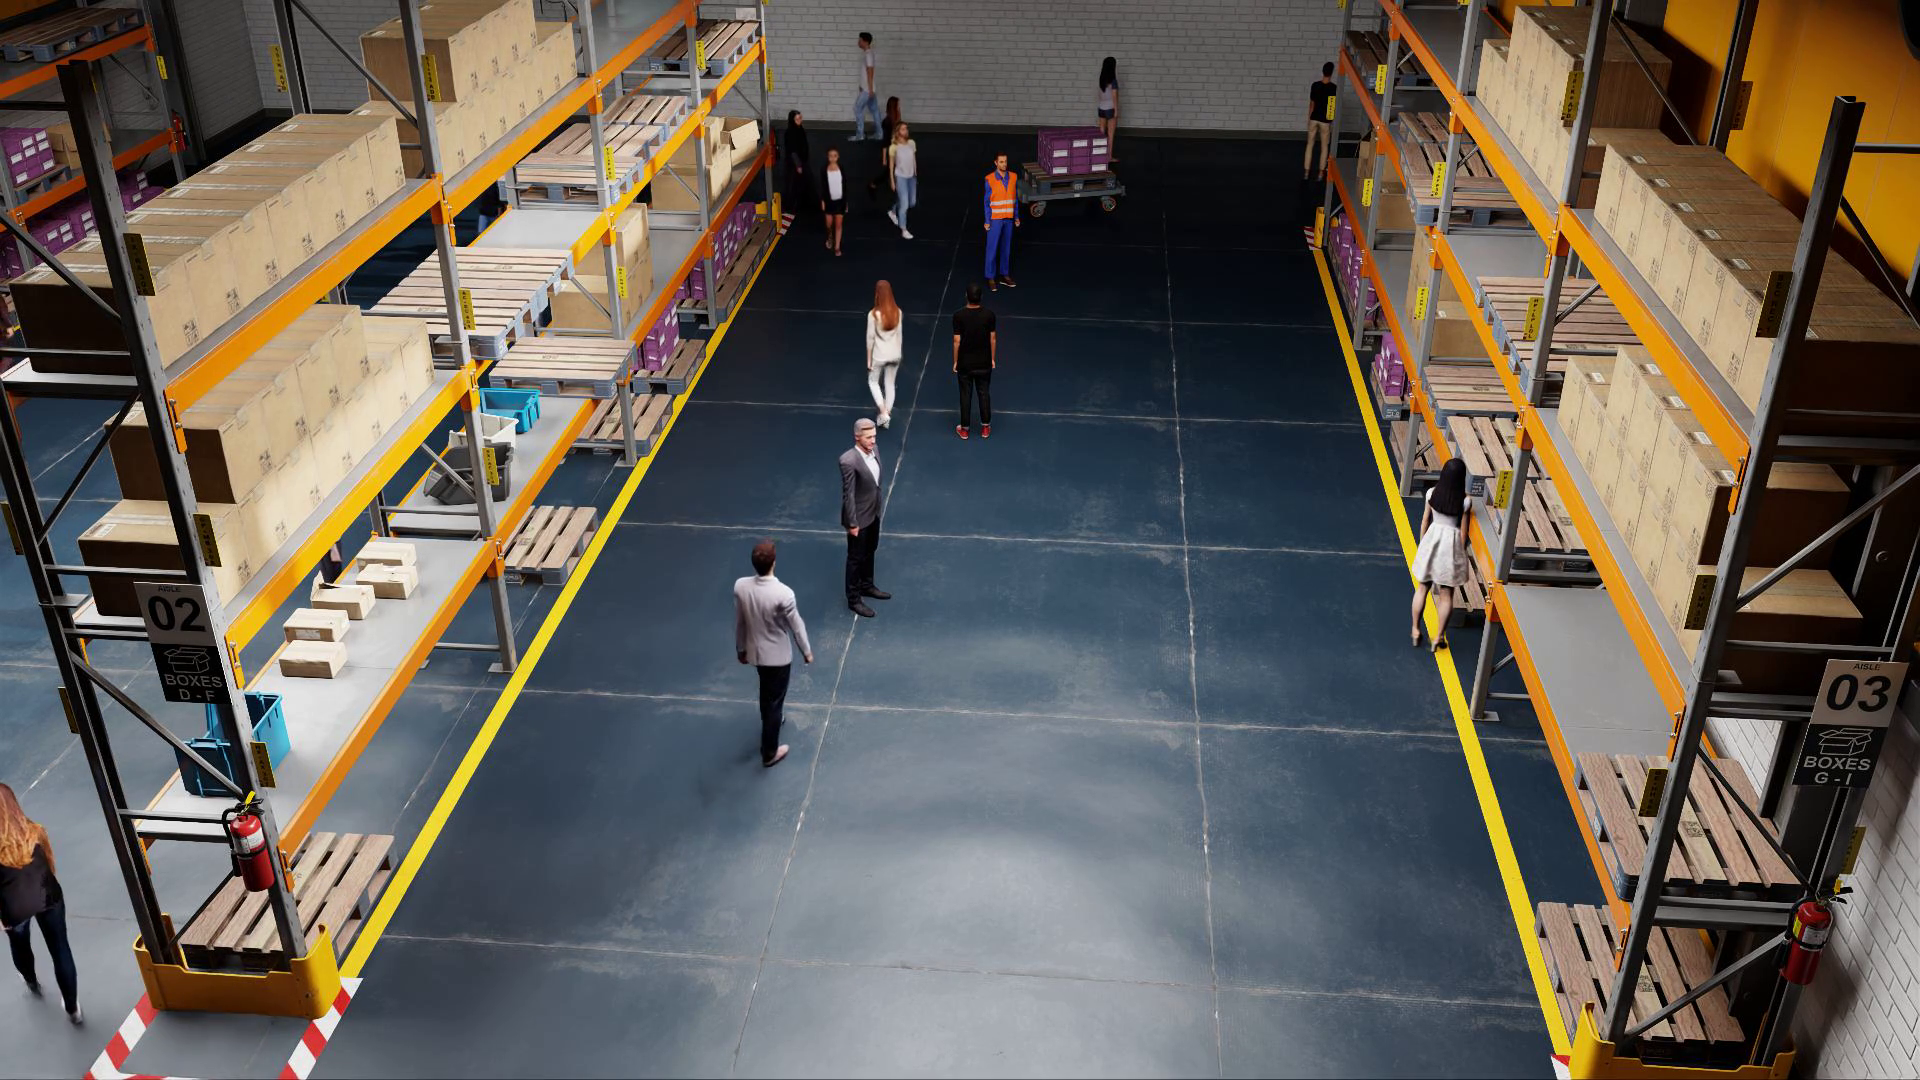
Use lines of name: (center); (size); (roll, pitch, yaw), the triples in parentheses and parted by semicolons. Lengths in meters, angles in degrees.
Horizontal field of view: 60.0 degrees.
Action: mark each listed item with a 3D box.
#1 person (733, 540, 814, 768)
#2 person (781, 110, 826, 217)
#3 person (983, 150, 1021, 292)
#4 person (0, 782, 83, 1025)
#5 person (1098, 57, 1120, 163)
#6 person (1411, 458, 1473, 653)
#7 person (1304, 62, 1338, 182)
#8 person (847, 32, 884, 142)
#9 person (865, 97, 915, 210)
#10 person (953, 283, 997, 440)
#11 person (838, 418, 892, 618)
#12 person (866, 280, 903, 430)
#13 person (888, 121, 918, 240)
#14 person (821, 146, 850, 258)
person: (-1.500, 0.907, 12.656); (0.881, 1.828, 0.974); (16, 32, 26)
person: (-2.500, -5.649, 24.910); (1.110, 1.604, 1.118); (22, 36, 35)
person: (0.541, -4.263, 22.098); (0.792, 1.864, 0.812); (-15, 32, -26)
person: (-5.710, 2.294, 10.257); (0.925, 1.692, 1.009); (-20, 34, -32)
person: (2.447, -7.140, 27.537); (0.738, 1.706, 0.654); (-17, 33, -28)
person: (4.103, 0.122, 14.157); (0.773, 1.769, 0.794); (18, 33, 29)
person: (5.759, -6.681, 26.540); (0.690, 1.854, 0.667); (13, 31, 23)
person: (-1.483, -7.753, 28.527); (0.748, 1.834, 0.782); (4, 29, 7)
person: (-1.105, -5.879, 25.248); (0.887, 1.683, 1.086); (11, 30, 19)
person: (0.155, -1.933, 17.936); (0.677, 1.759, 0.646); (-4, 29, -7)
person: (-0.861, -0.246, 14.764); (0.855, 1.836, 0.689); (13, 31, 22)
person: (-0.779, -1.973, 18.068); (0.735, 1.701, 0.792); (-13, 31, -22)
person: (-0.866, -5.217, 24.007); (0.902, 1.710, 0.958); (-23, 36, -36)
person: (-1.759, -4.801, 23.414); (0.617, 1.547, 0.732); (-4, 29, -7)
